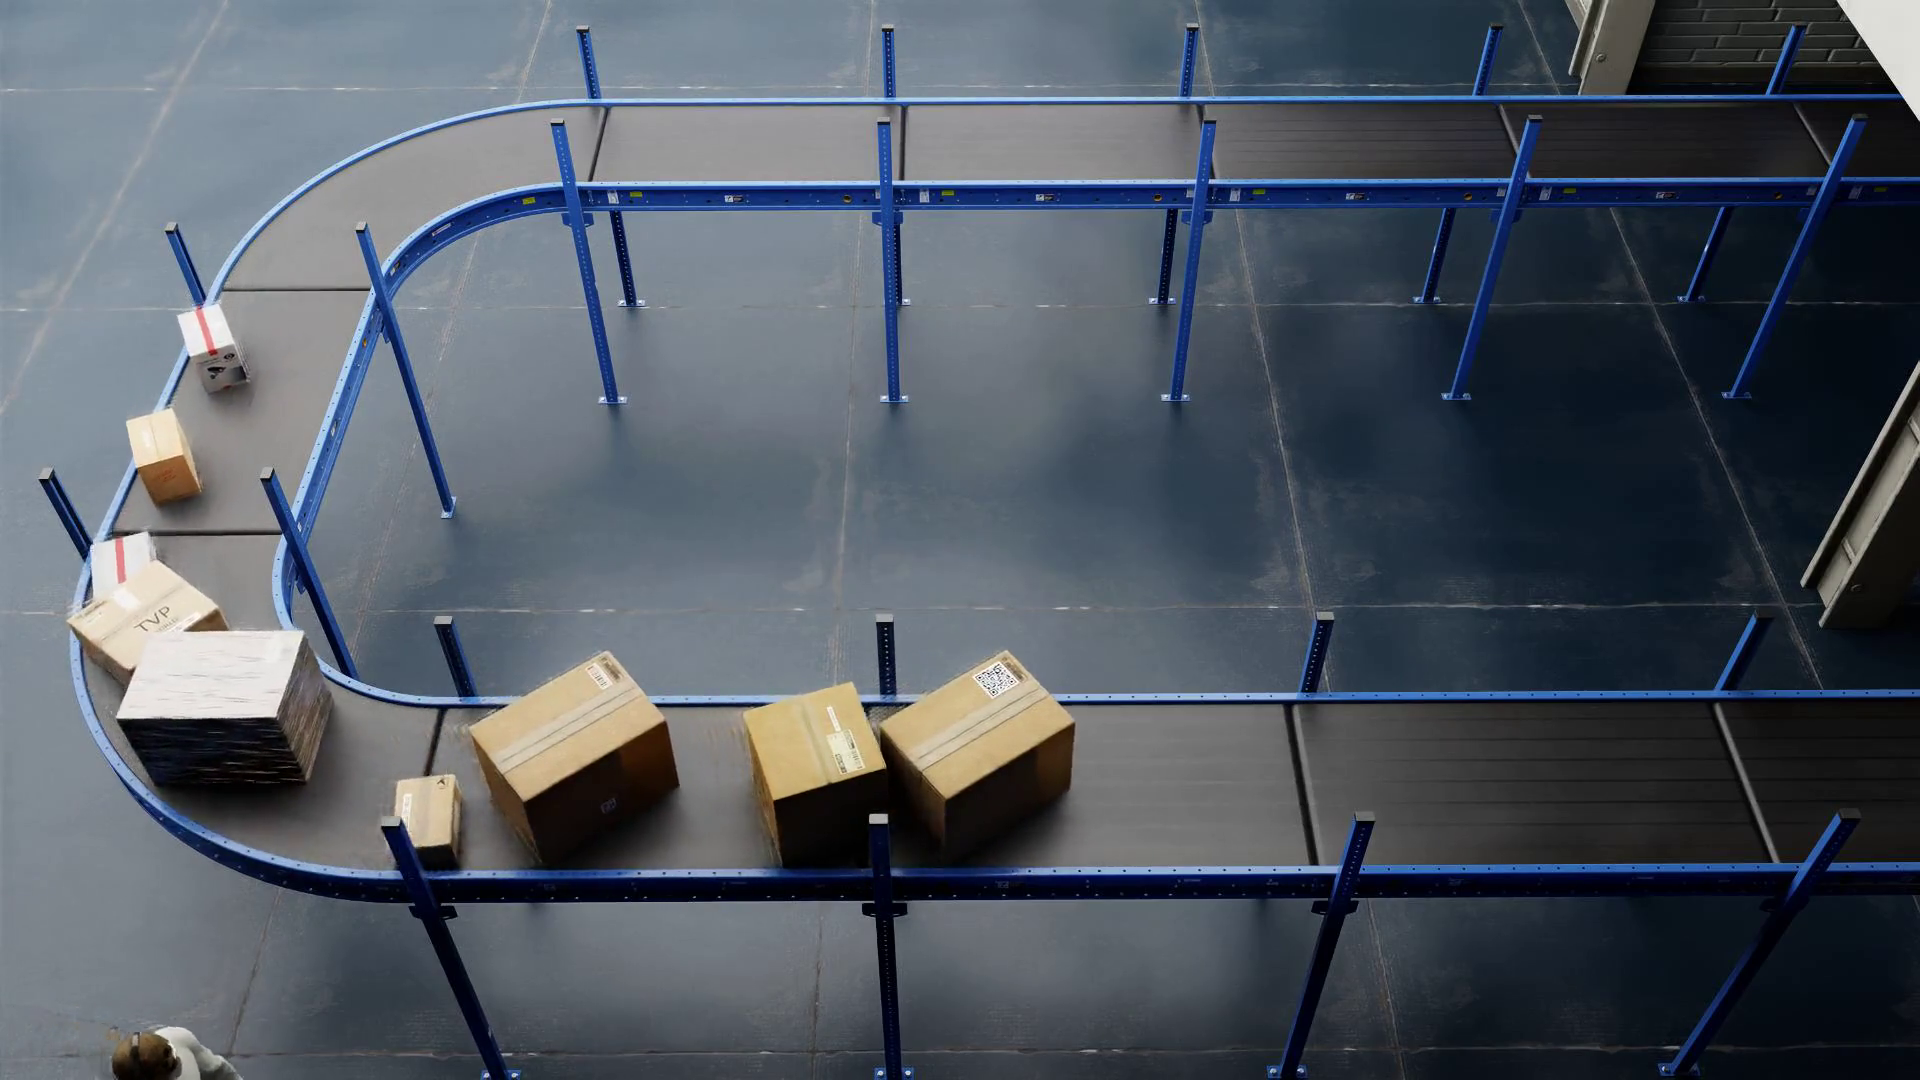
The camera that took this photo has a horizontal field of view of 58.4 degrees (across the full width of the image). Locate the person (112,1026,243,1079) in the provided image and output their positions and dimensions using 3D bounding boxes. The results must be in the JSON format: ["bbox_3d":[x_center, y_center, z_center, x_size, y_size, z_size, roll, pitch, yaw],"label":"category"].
[{"bbox_3d":[-3.337,2.675,7.508,1.097,1.872,0.629,2,47,2],"label":"person"}]
